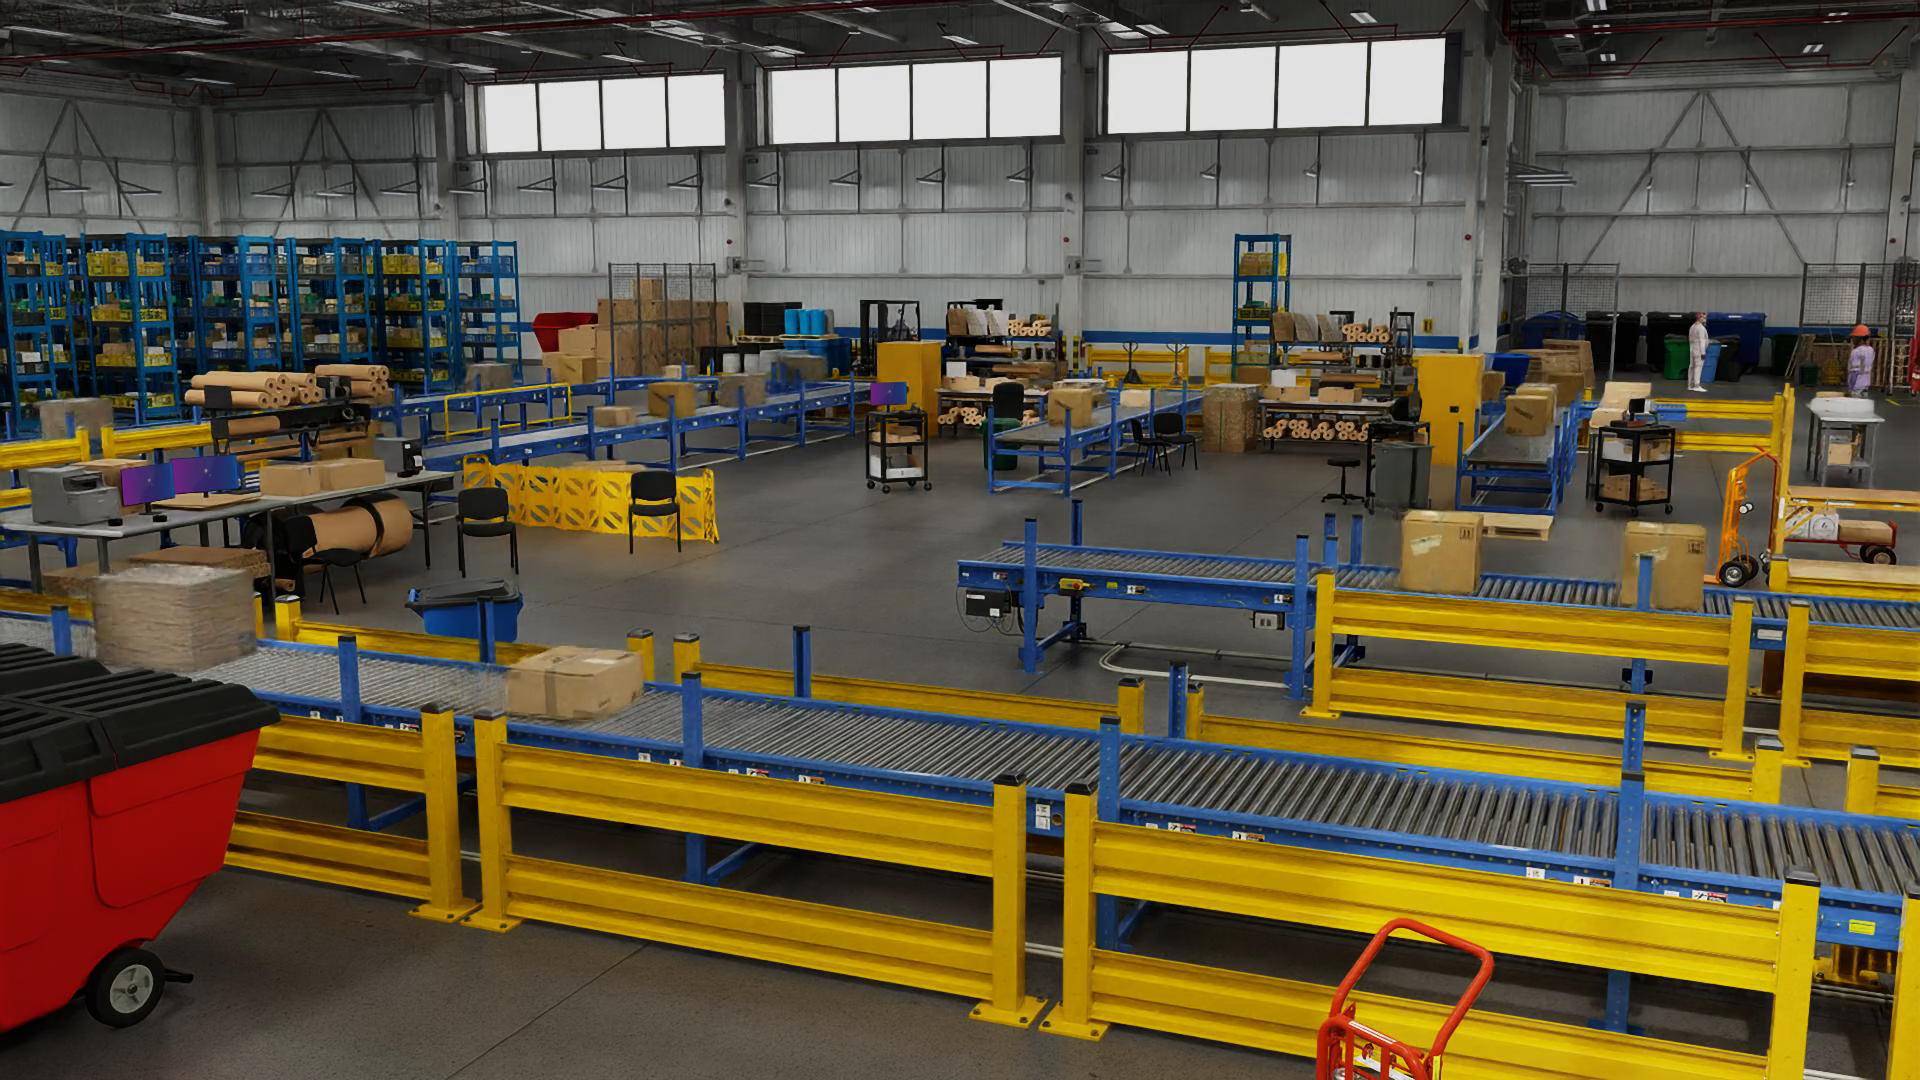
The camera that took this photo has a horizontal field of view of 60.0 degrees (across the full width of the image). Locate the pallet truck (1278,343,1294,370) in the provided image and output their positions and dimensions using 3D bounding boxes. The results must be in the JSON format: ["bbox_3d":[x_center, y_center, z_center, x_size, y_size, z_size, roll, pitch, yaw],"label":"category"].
[{"bbox_3d":[7.886,-4.163,39.743,0.653,1.274,1.630,4,10,22],"label":"pallet truck"}]

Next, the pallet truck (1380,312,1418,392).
[{"bbox_3d":[10.207,-4.283,38.369,0.823,1.965,1.885,3,10,20],"label":"pallet truck"}]

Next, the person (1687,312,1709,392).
[{"bbox_3d":[17.866,-4.541,40.206,0.409,1.907,0.648,0,9,-2],"label":"person"}]

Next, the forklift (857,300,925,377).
[{"bbox_3d":[-1.732,-5.109,42.468,1.157,1.987,2.680,4,10,22],"label":"forklift"}]

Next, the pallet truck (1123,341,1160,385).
[{"bbox_3d":[4.445,-4.380,41.279,0.680,1.201,1.601,4,10,22],"label":"pallet truck"}]

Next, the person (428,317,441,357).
[{"bbox_3d":[-15.199,-5.812,48.092,0.390,1.846,0.564,2,9,9],"label":"person"}]

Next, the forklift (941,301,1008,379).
[{"bbox_3d":[0.365,-4.966,41.571,1.157,1.987,2.680,3,10,20],"label":"forklift"}]

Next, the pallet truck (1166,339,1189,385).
[{"bbox_3d":[5.418,-4.269,40.420,0.704,1.261,1.522,3,10,20],"label":"pallet truck"}]

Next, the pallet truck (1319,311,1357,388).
[{"bbox_3d":[9.071,-4.419,39.190,0.823,1.965,1.885,5,10,26],"label":"pallet truck"}]

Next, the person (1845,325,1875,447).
[{"bbox_3d":[15.073,-2.588,27.945,0.608,2.048,0.365,-8,12,-39],"label":"person"}]
